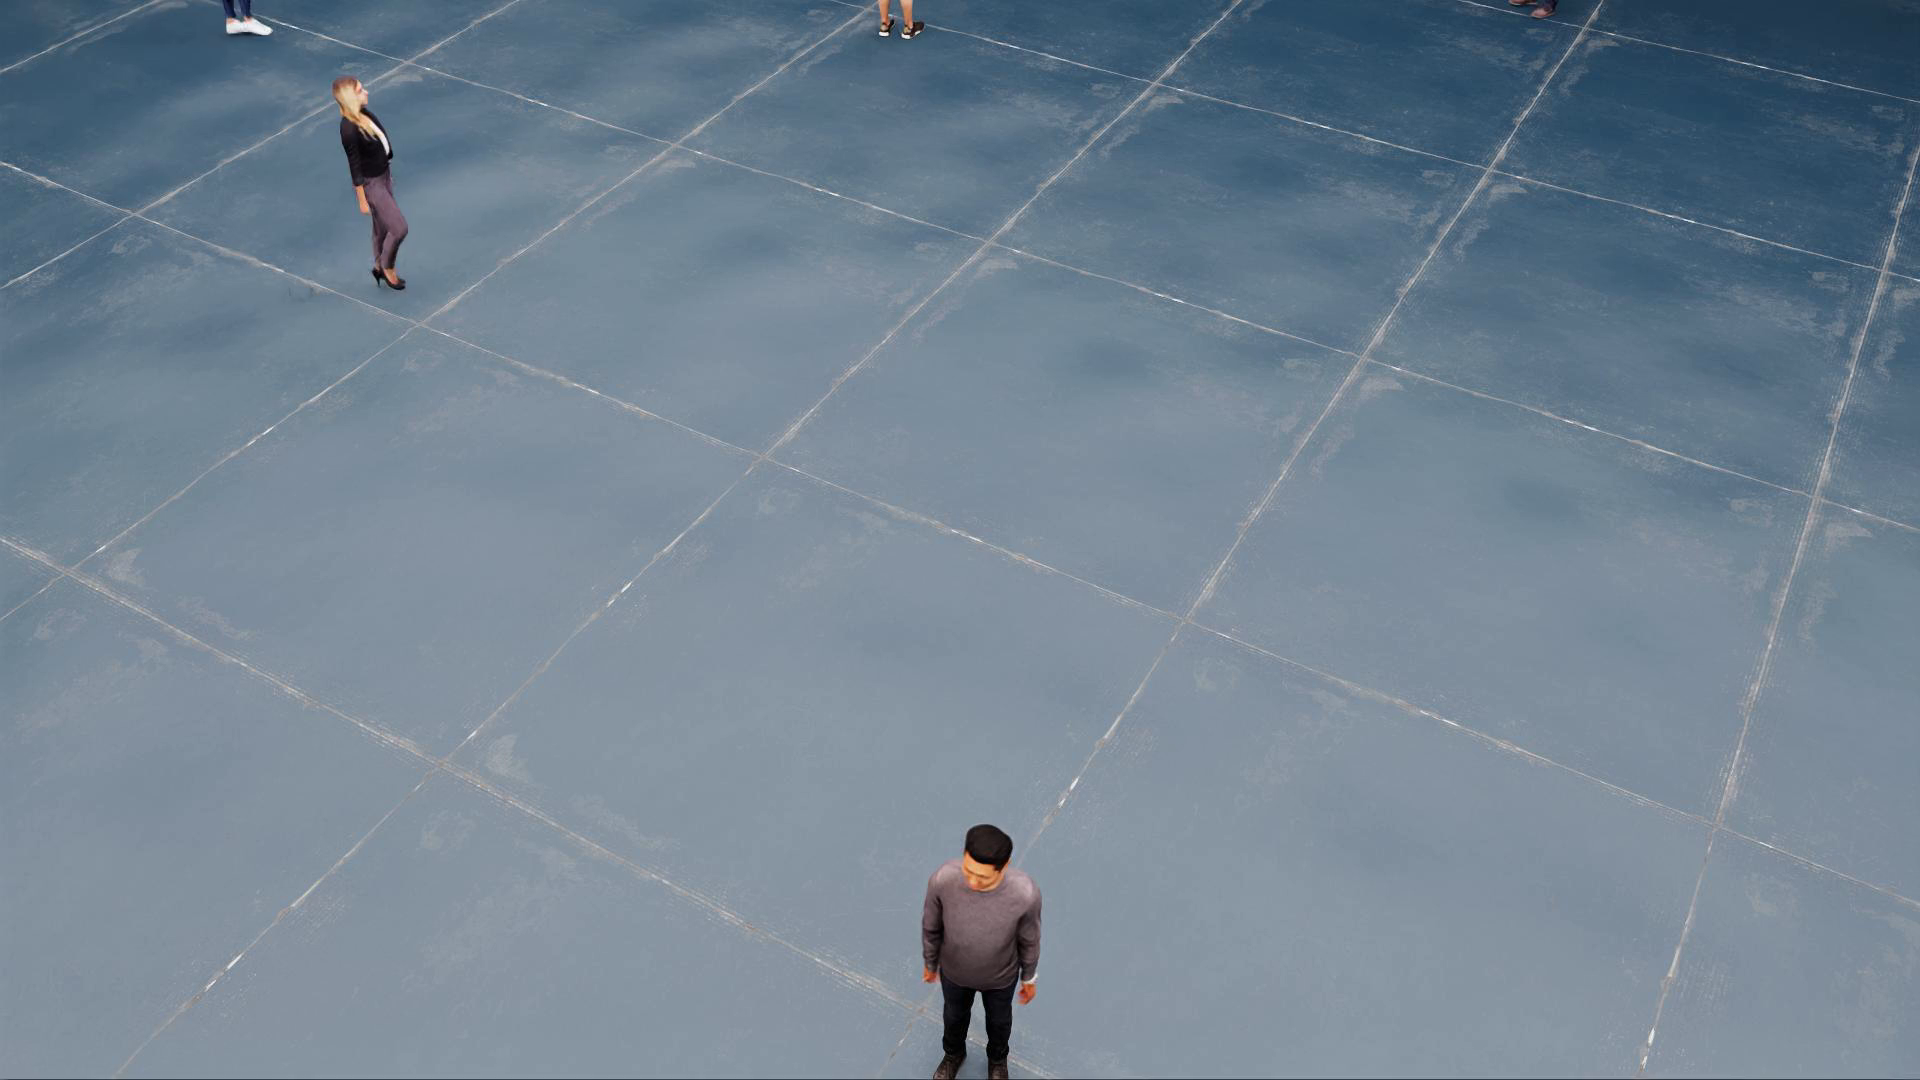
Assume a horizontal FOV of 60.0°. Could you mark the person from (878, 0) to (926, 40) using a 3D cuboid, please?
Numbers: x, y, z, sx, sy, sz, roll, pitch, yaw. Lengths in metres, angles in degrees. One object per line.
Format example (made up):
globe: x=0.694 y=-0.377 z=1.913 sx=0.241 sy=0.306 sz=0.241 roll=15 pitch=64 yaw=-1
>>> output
person: x=-0.582 y=-5.386 z=14.784 sx=0.699 sy=1.846 sz=0.616 roll=14 pitch=44 yaw=14

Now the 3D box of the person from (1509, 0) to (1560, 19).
person: x=5.468 y=-5.705 z=15.135 sx=0.892 sy=1.846 sz=0.863 roll=-15 pitch=44 yaw=-16

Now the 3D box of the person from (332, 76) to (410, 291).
person: x=-4.213 y=-2.475 z=11.715 sx=0.787 sy=1.663 sz=0.703 roll=-1 pitch=42 yaw=-2

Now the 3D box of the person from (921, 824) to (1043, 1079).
person: x=0.092 y=1.763 z=6.972 sx=0.704 sy=1.765 sz=0.647 roll=11 pitch=43 yaw=12
